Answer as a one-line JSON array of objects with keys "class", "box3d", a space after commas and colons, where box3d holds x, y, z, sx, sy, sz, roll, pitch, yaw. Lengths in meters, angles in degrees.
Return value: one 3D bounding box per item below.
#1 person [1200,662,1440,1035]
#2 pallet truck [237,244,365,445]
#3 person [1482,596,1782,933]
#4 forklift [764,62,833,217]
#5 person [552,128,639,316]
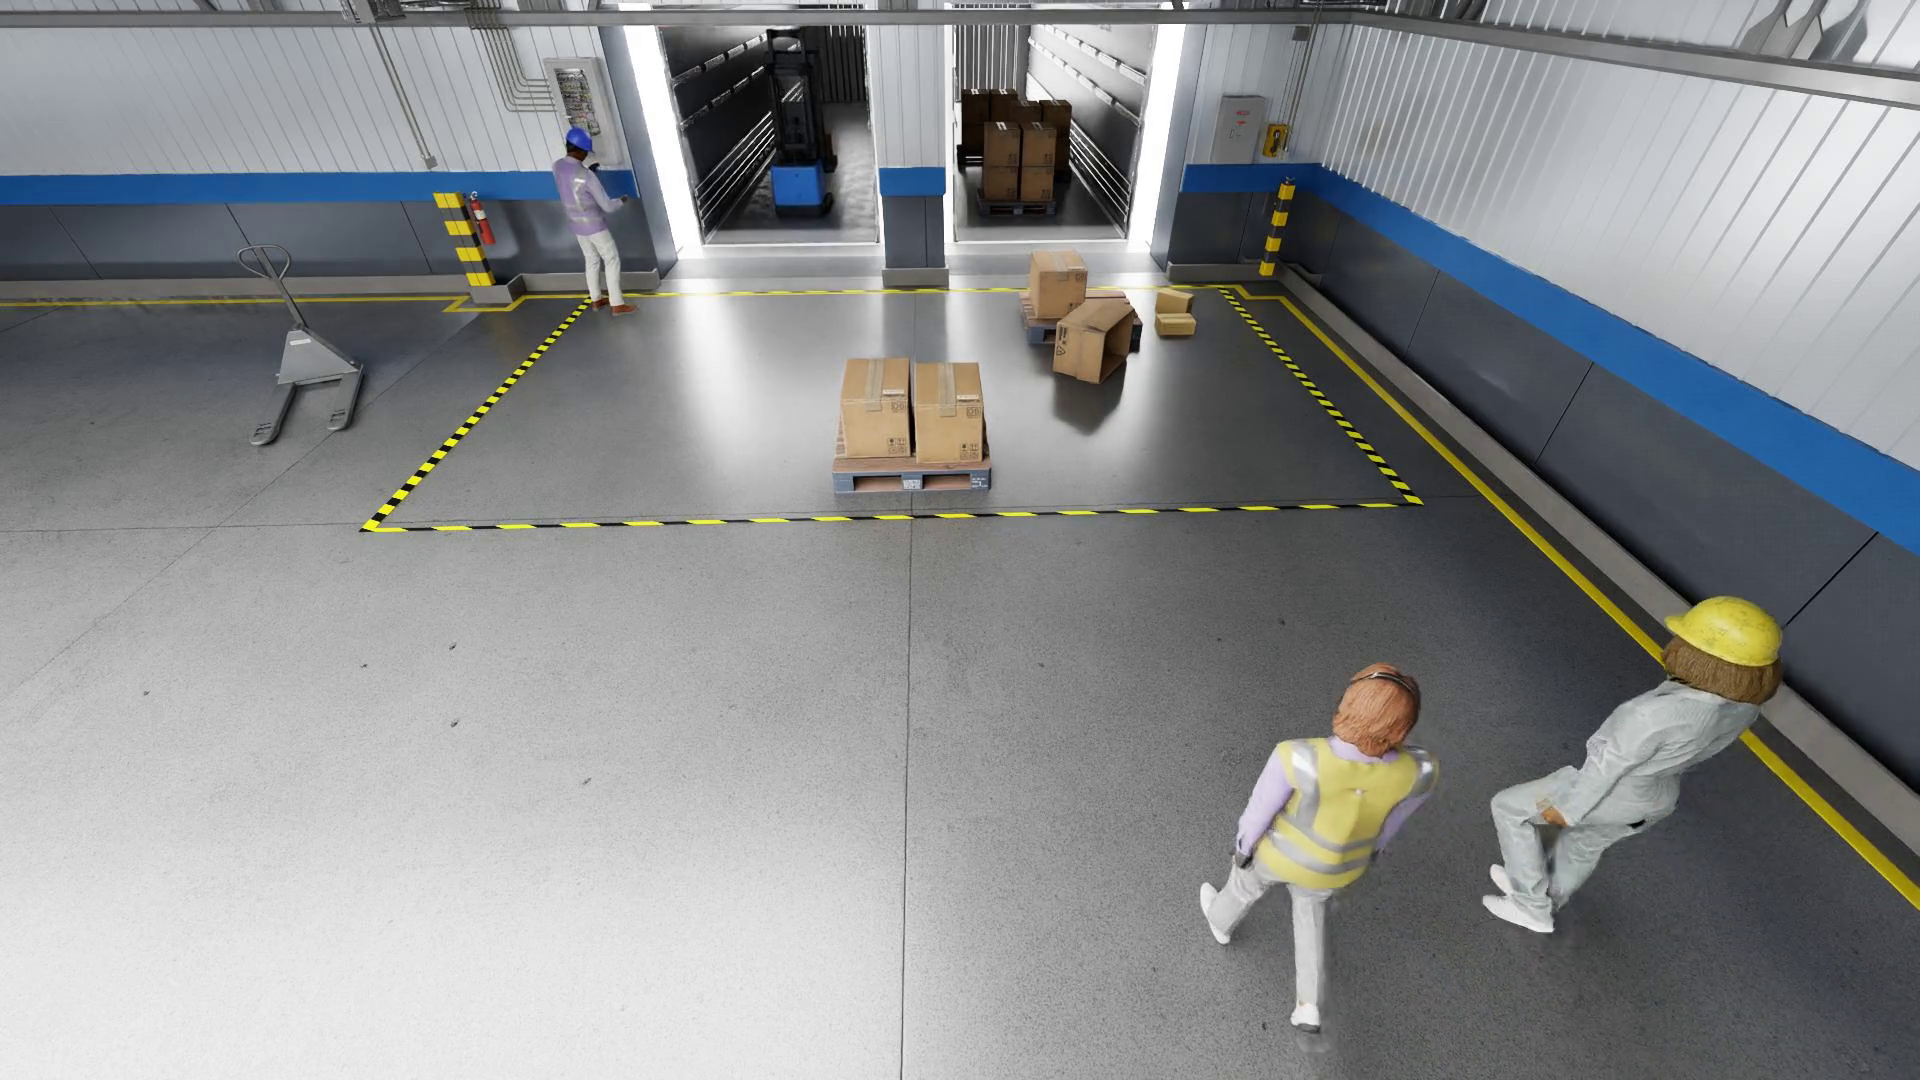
[{"class": "person", "box3d": [1.201, 1.103, 2.481, 0.528, 1.615, 0.638, 3, 39, 4]}, {"class": "pallet truck", "box3d": [-5.915, -1.733, 6.366, 0.680, 1.201, 1.601, -18, 42, -21]}, {"class": "person", "box3d": [2.351, 0.896, 2.655, 0.505, 1.722, 0.407, -9, 39, -11]}, {"class": "forklift", "box3d": [-2.515, -6.055, 11.167, 0.716, 2.013, 0.776, -1, 38, -1]}, {"class": "person", "box3d": [-3.988, -3.490, 8.069, 0.794, 1.878, 0.691, 19, 42, 22]}]
